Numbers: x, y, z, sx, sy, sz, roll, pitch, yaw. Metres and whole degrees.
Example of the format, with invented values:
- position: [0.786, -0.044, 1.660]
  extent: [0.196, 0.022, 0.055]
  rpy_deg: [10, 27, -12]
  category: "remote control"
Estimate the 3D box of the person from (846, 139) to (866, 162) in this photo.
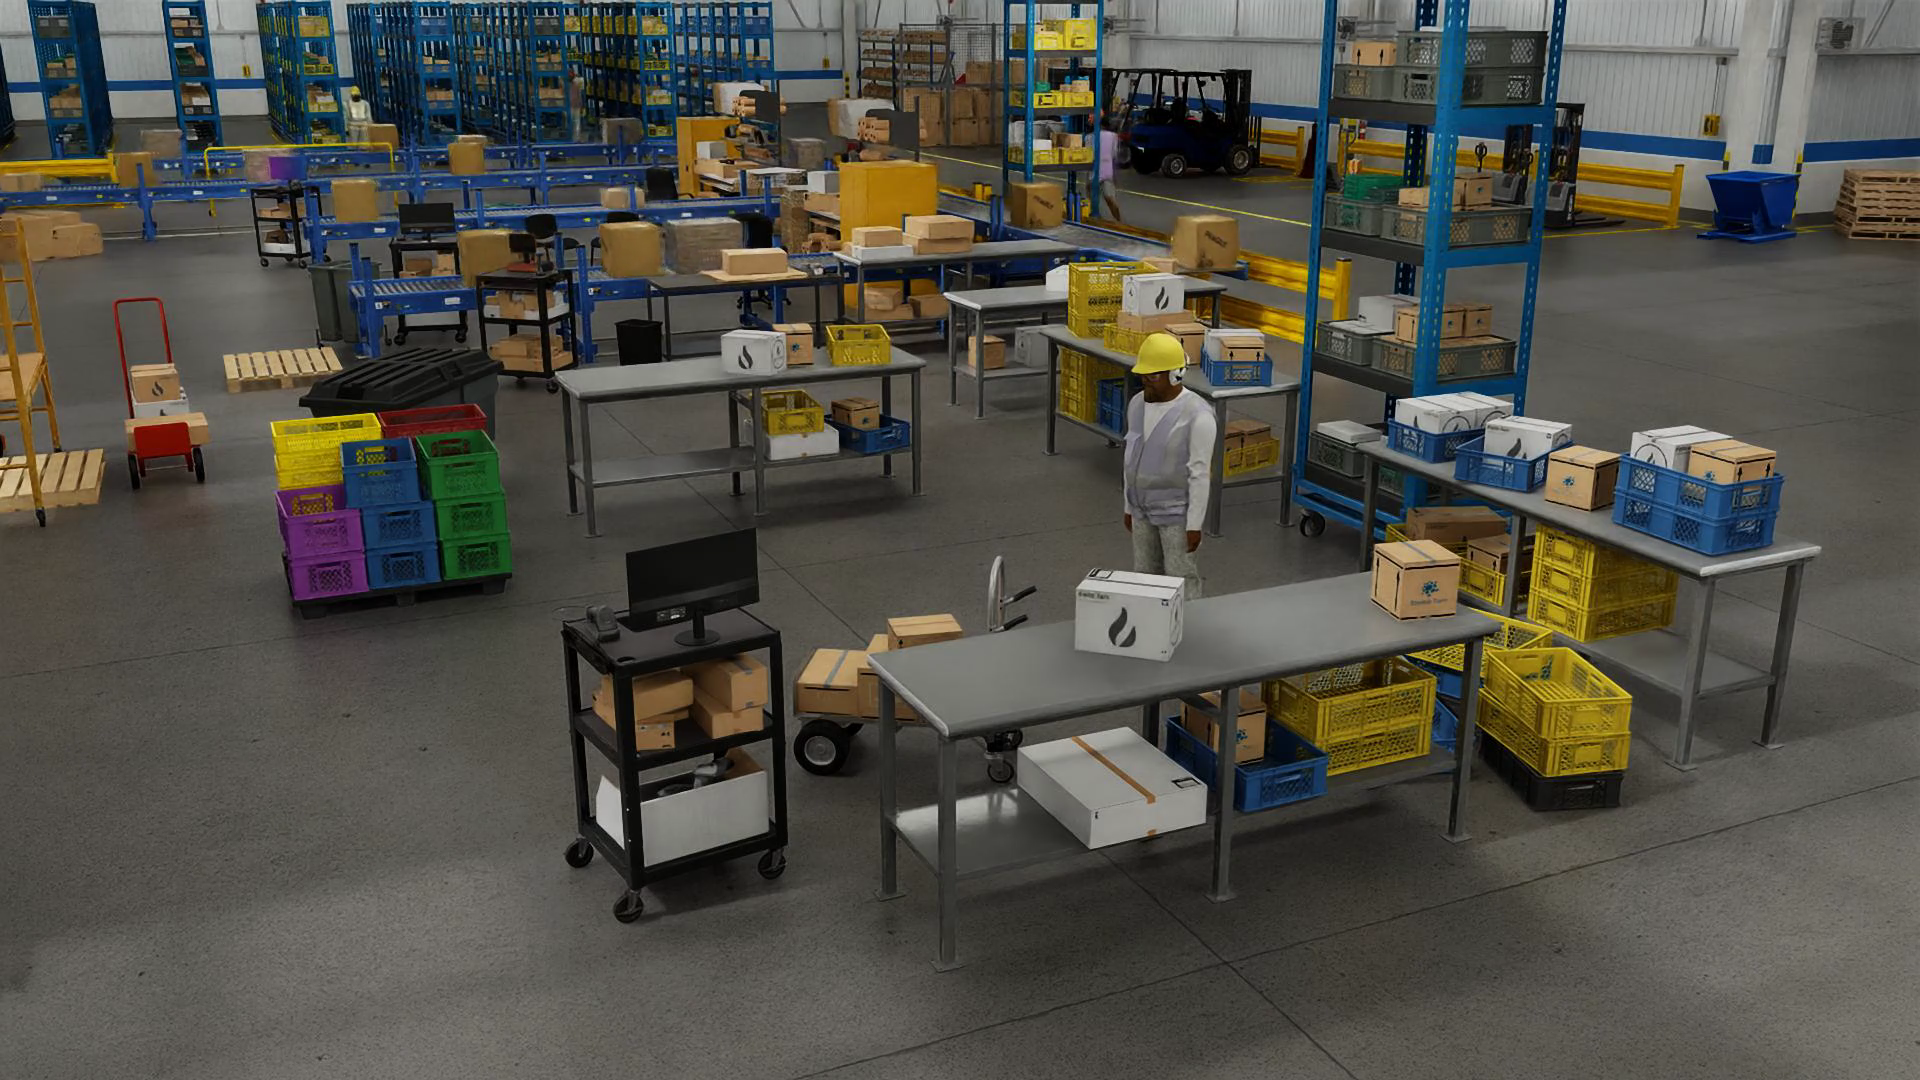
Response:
- position: [-2.097, -7.838, 32.860]
  extent: [0.488, 1.748, 0.536]
  rpy_deg: [13, 22, 36]
  category: "person"

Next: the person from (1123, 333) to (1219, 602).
- position: [1.043, -0.166, 8.591]
  extent: [0.403, 1.819, 0.595]
  rpy_deg: [-13, 22, -35]
  category: "person"

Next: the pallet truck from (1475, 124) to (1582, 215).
- position: [9.707, -6.455, 28.103]
  extent: [1.885, 1.965, 0.823]
  rpy_deg: [-7, 19, -20]
  category: "pallet truck"

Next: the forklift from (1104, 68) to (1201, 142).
- position: [4.082, -9.564, 37.410]
  extent: [2.680, 1.987, 1.157]
  rpy_deg: [-8, 19, -23]
  category: "forklift"

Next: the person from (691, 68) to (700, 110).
- position: [-7.496, -12.533, 47.513]
  extent: [0.472, 1.831, 0.589]
  rpy_deg: [-3, 18, -9]
  category: "person"

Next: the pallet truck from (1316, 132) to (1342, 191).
- position: [7.723, -7.504, 32.656]
  extent: [1.601, 1.201, 0.680]
  rpy_deg: [-8, 19, -23]
  category: "pallet truck"

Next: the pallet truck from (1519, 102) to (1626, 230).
- position: [9.972, -6.037, 26.785]
  extent: [1.885, 1.965, 0.823]
  rpy_deg: [-9, 20, -25]
  category: "pallet truck"

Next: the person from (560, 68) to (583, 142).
- position: [-10.199, -11.367, 43.624]
  extent: [0.631, 1.970, 0.838]
  rpy_deg: [-10, 20, -28]
  category: "person"

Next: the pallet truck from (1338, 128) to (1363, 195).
- position: [7.845, -7.140, 31.411]
  extent: [1.522, 1.261, 0.704]
  rpy_deg: [-9, 20, -25]
  category: "pallet truck"

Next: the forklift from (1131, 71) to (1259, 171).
- position: [4.998, -8.936, 35.413]
  extent: [2.680, 1.987, 1.157]
  rpy_deg: [-9, 20, -25]
  category: "forklift"

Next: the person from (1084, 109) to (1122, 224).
- position: [2.171, -5.537, 25.222]
  extent: [0.622, 1.998, 0.999]
  rpy_deg: [-8, 19, -24]
  category: "person"

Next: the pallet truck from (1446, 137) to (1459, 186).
- position: [9.184, -6.485, 29.328]
  extent: [1.630, 1.274, 0.653]
  rpy_deg: [-8, 19, -23]
  category: "pallet truck"

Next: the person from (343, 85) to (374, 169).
- position: [-13.382, -9.198, 37.056]
  extent: [0.639, 1.815, 0.547]
  rpy_deg: [-8, 19, -23]
  category: "person"
